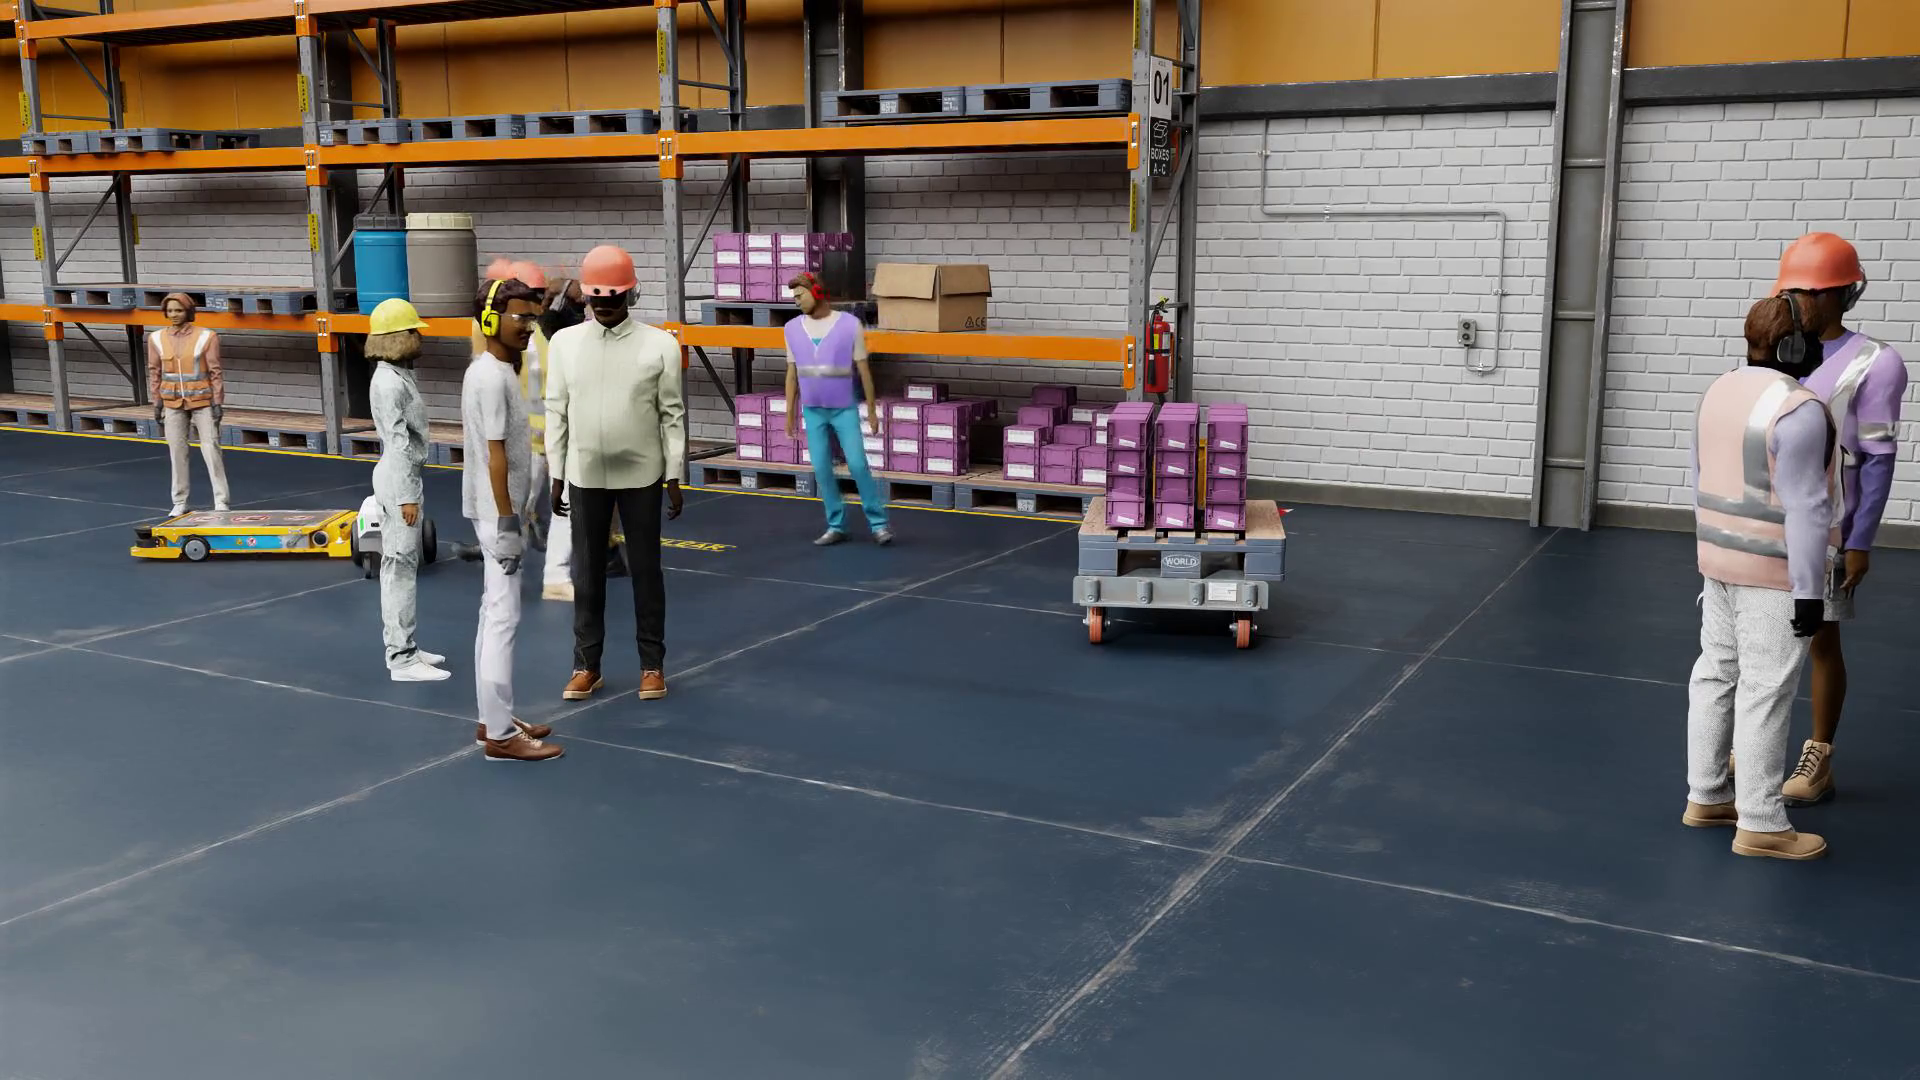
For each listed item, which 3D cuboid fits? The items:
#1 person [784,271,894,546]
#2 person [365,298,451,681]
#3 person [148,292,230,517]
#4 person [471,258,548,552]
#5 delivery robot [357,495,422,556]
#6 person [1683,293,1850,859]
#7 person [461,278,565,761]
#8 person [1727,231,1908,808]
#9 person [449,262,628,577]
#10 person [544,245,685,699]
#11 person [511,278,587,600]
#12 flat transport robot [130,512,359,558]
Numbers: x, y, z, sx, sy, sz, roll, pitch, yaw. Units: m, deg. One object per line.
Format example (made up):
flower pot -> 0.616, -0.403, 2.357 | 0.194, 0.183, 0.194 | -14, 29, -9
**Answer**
person -> -0.809, -0.841, 10.837 | 0.703, 1.801, 0.420 | 4, 11, 19
person -> -2.542, -0.229, 7.637 | 0.290, 1.746, 0.487 | -4, 11, -20
person -> -5.571, -0.967, 12.015 | 0.516, 1.629, 0.321 | -1, 10, -5
person -> -2.895, -0.899, 10.940 | 0.559, 1.892, 0.898 | -8, 13, -38
delivery robot -> -3.446, -0.122, 10.059 | 0.477, 0.478, 0.707 | -3, 11, -16
person -> 2.658, 0.115, 5.492 | 0.429, 1.844, 0.625 | -1, 10, -7
person -> -1.768, -0.078, 6.483 | 0.331, 1.866, 0.513 | -4, 11, -19
person -> 3.004, -0.069, 5.958 | 0.370, 2.040, 0.607 | -5, 12, -27
person -> -2.503, -0.689, 9.829 | 1.102, 1.860, 0.567 | -1, 10, -6
person -> -1.508, -0.282, 7.269 | 0.610, 1.986, 0.392 | 0, 10, -1
person -> -2.309, -0.538, 9.198 | 0.695, 1.804, 0.554 | -10, 14, -43
flat transport robot -> -4.460, -0.046, 10.681 | 1.431, 0.197, 0.652 | 0, 10, -2
